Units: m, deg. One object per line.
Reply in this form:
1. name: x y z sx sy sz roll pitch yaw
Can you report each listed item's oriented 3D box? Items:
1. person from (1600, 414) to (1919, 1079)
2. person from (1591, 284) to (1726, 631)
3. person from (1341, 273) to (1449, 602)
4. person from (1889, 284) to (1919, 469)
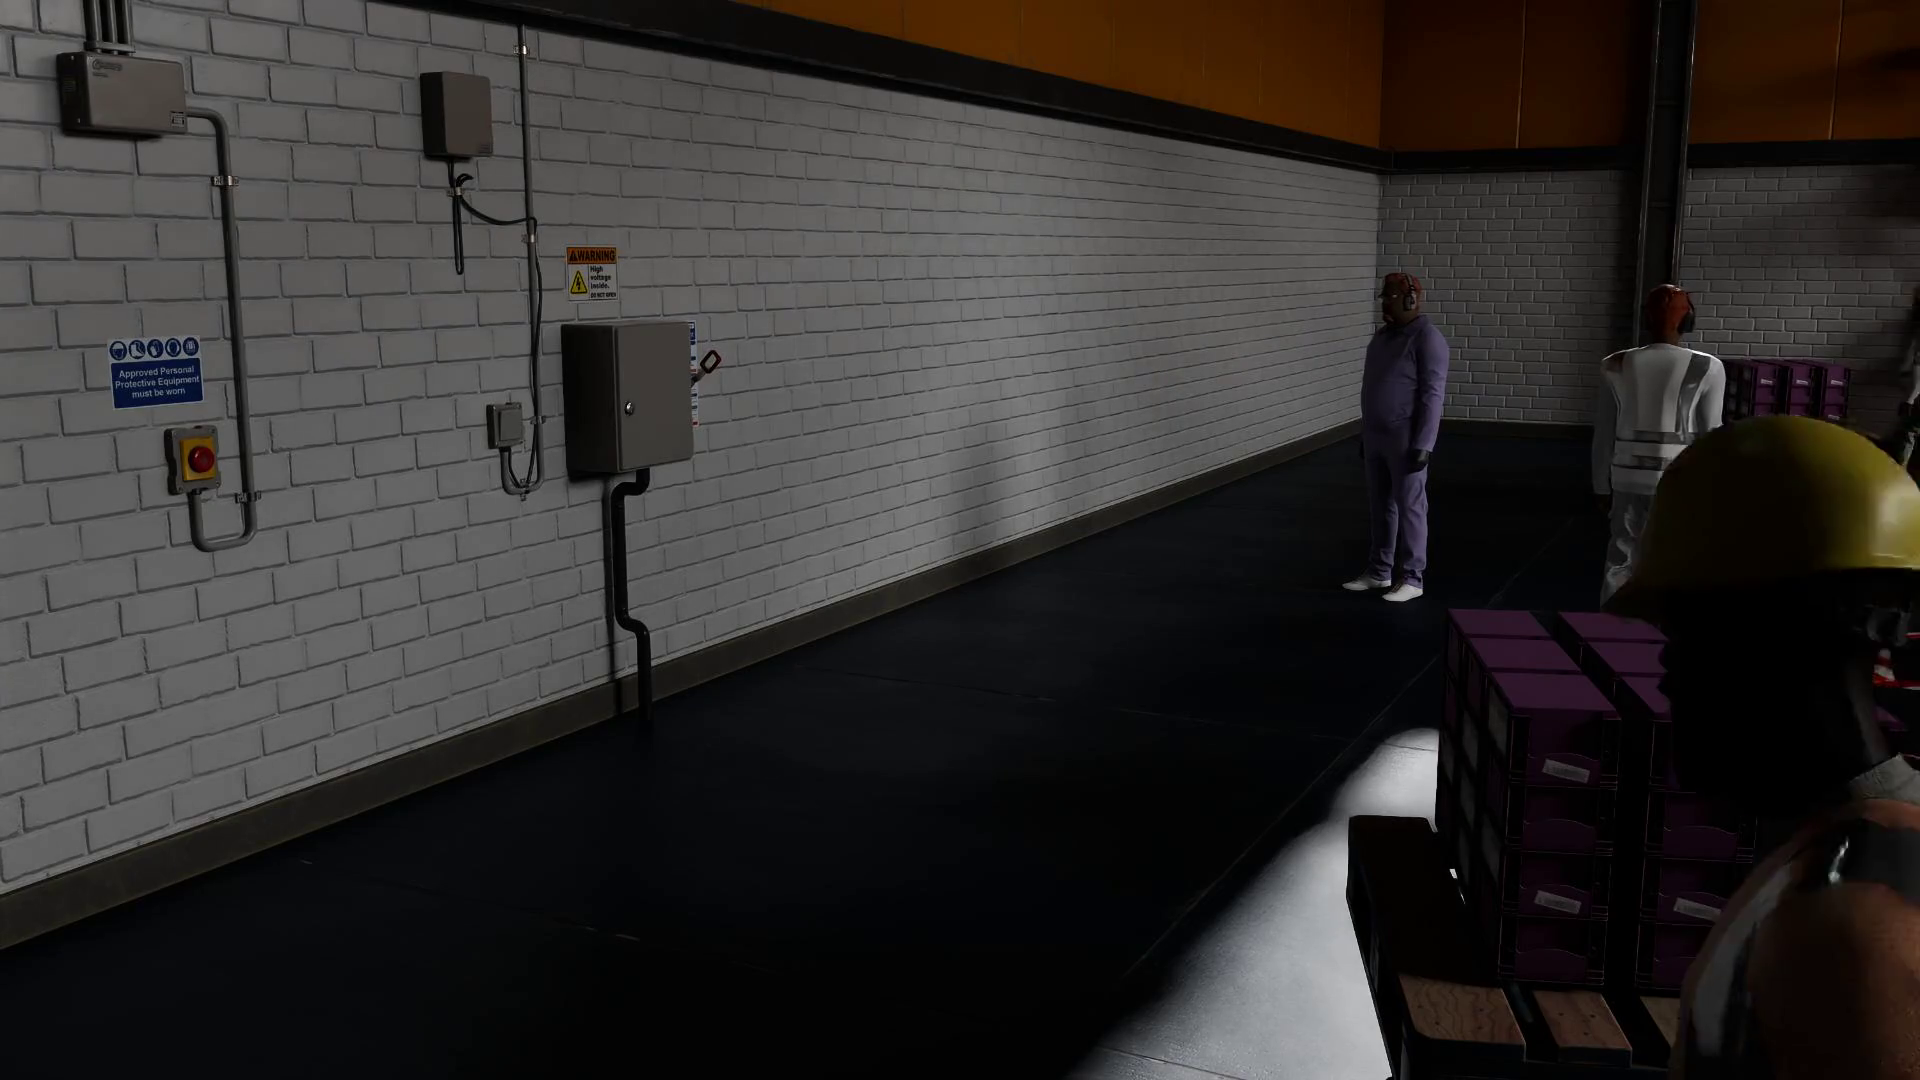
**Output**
1. person: 0.802 0.839 1.492 0.614 1.870 0.622 7 12 37
2. person: 3.235 -0.242 7.757 0.579 1.878 0.345 8 13 39
3. person: 2.538 -0.599 9.731 0.407 1.908 0.641 -4 11 -22
4. person: 7.631 -1.176 13.339 0.809 1.800 0.618 7 12 36
